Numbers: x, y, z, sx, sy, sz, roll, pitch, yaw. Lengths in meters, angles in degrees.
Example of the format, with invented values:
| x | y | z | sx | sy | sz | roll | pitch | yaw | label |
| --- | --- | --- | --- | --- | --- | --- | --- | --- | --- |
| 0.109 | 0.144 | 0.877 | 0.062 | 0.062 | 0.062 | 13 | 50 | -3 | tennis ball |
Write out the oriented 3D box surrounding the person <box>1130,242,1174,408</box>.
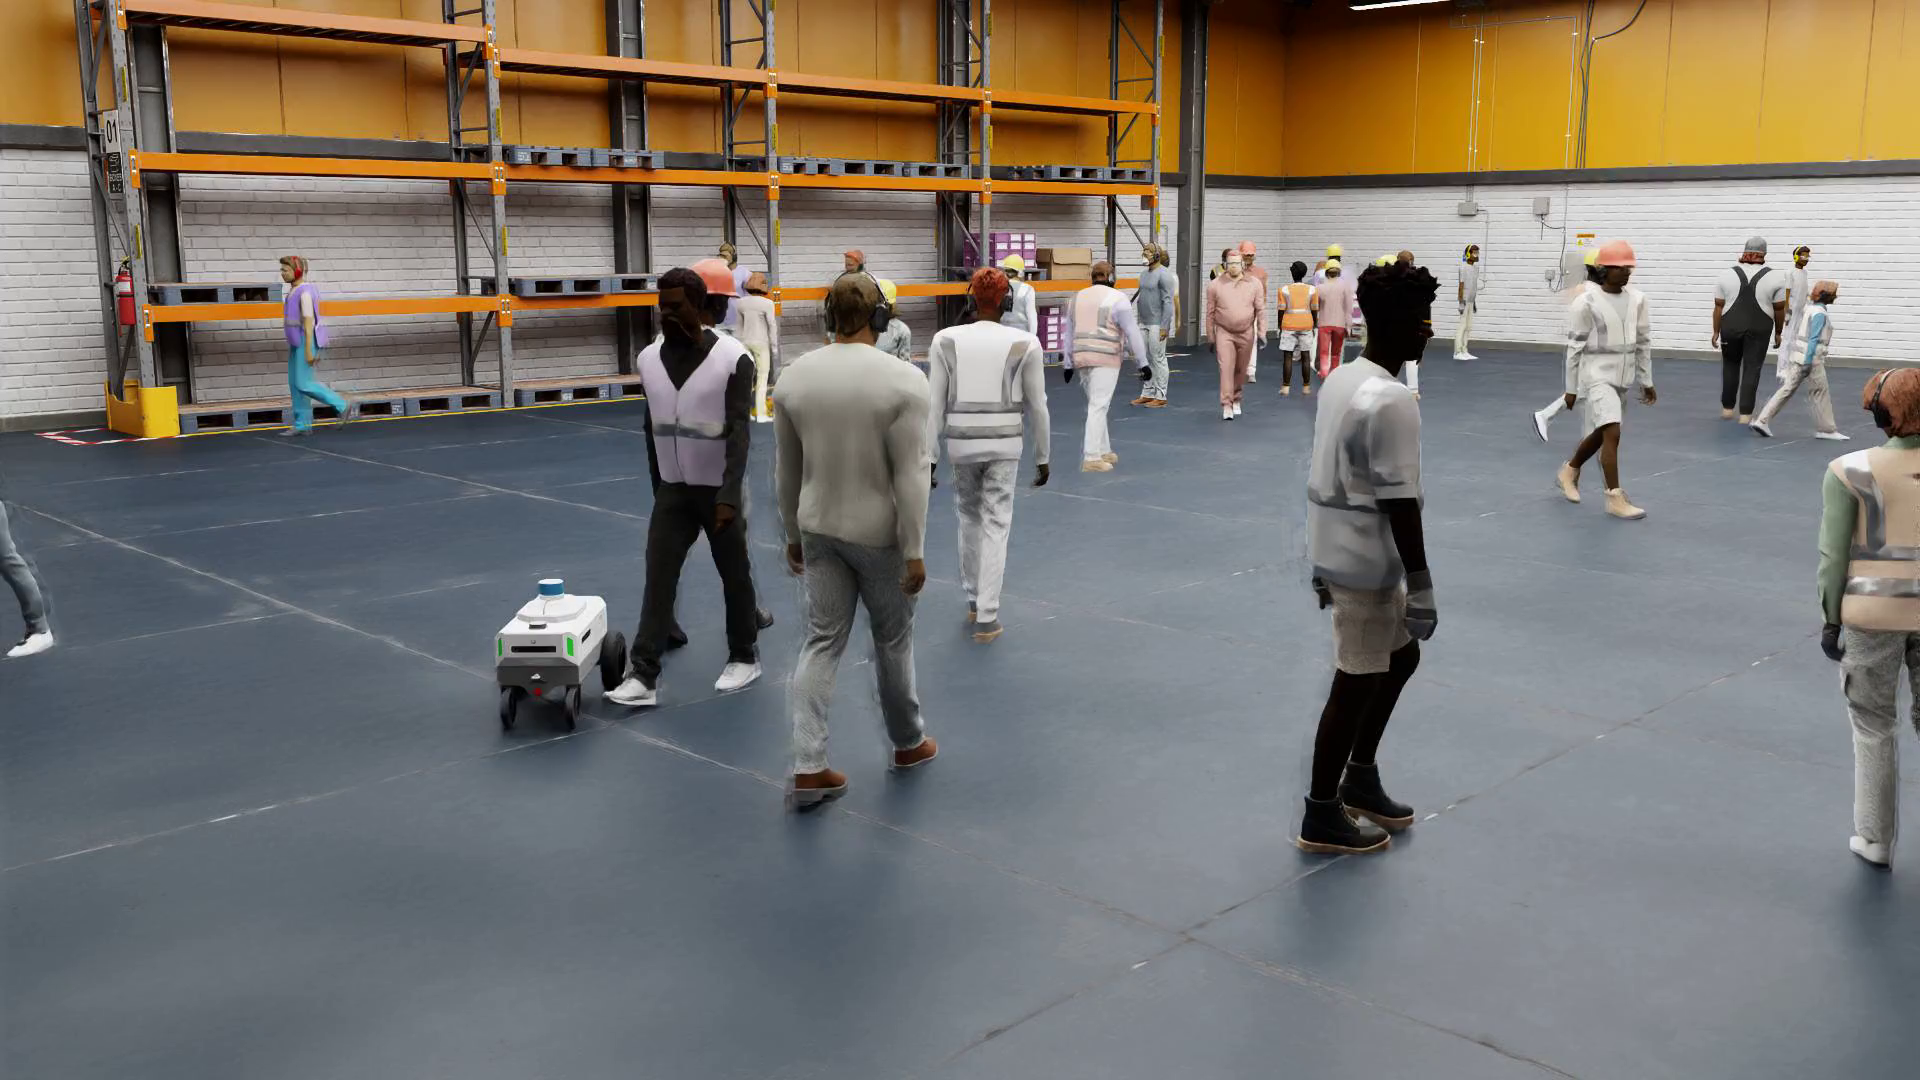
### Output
| x | y | z | sx | sy | sz | roll | pitch | yaw | label |
| --- | --- | --- | --- | --- | --- | --- | --- | --- | --- |
| 2.267 | -2.523 | 19.577 | 0.360 | 1.938 | 0.635 | -5 | 11 | -25 | person |

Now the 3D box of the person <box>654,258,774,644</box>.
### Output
| x | y | z | sx | sy | sz | roll | pitch | yaw | label |
| --- | --- | --- | --- | --- | --- | --- | --- | --- | --- |
| -1.265 | -0.429 | 8.229 | 0.556 | 1.911 | 0.816 | 5 | 12 | 27 | person |

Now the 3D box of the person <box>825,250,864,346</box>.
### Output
| x | y | z | sx | sy | sz | roll | pitch | yaw | label |
| --- | --- | --- | --- | --- | --- | --- | --- | --- | --- |
| -1.186 | -2.253 | 18.319 | 0.610 | 1.848 | 0.872 | 7 | 12 | 33 | person |

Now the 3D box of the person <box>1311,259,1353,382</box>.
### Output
| x | y | z | sx | sy | sz | roll | pitch | yaw | label |
| --- | --- | --- | --- | --- | --- | --- | --- | --- | --- |
| 4.733 | -2.709 | 21.184 | 0.523 | 1.734 | 0.783 | 1 | 10 | 6 | person |

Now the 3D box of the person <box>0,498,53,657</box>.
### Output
| x | y | z | sx | sy | sz | roll | pitch | yaw | label |
| --- | --- | --- | --- | --- | --- | --- | --- | --- | --- |
| -4.695 | -0.171 | 7.743 | 0.505 | 1.575 | 0.893 | 4 | 11 | 23 | person |

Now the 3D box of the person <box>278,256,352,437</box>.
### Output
| x | y | z | sx | sy | sz | roll | pitch | yaw | label |
| --- | --- | --- | --- | --- | --- | --- | --- | --- | --- |
| -6.578 | -1.949 | 16.779 | 0.617 | 1.826 | 0.564 | -7 | 13 | -34 | person |

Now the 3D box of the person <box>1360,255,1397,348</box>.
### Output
| x | y | z | sx | sy | sz | roll | pitch | yaw | label |
| --- | --- | --- | --- | --- | --- | --- | --- | --- | --- |
| 4.344 | -2.022 | 17.166 | 0.403 | 1.822 | 0.589 | 6 | 12 | 30 | person |

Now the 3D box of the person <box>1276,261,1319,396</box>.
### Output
| x | y | z | sx | sy | sz | roll | pitch | yaw | label |
| --- | --- | --- | --- | --- | --- | --- | --- | --- | --- |
| 4.256 | -2.667 | 21.020 | 0.535 | 1.700 | 0.318 | 0 | 10 | -1 | person |

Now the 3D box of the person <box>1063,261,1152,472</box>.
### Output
| x | y | z | sx | sy | sz | roll | pitch | yaw | label |
| --- | --- | --- | --- | --- | --- | --- | --- | --- | --- |
| 1.283 | -1.503 | 14.415 | 0.781 | 1.789 | 0.770 | -9 | 14 | -41 | person |

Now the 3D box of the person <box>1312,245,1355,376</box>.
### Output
| x | y | z | sx | sy | sz | roll | pitch | yaw | label |
| --- | --- | --- | --- | --- | --- | --- | --- | --- | --- |
| 5.258 | -3.221 | 23.538 | 0.612 | 1.873 | 1.000 | 0 | 10 | -2 | person |

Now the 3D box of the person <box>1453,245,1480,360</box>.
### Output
| x | y | z | sx | sy | sz | roll | pitch | yaw | label |
| --- | --- | --- | --- | --- | --- | --- | --- | --- | --- |
| 8.280 | -3.867 | 27.110 | 0.310 | 1.864 | 0.533 | 9 | 14 | 41 | person |

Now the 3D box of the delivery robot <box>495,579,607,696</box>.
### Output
| x | y | z | sx | sy | sz | roll | pitch | yaw | label |
| --- | --- | --- | --- | --- | --- | --- | --- | --- | --- |
| -1.737 | 0.410 | 7.105 | 0.477 | 0.478 | 0.707 | 0 | 10 | -1 | delivery robot |

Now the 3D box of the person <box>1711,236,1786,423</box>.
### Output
| x | y | z | sx | sy | sz | roll | pitch | yaw | label |
| --- | --- | --- | --- | --- | --- | --- | --- | --- | --- |
| 8.618 | -2.313 | 18.156 | 0.702 | 2.000 | 0.896 | 6 | 12 | 31 | person |

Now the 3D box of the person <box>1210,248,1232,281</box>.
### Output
| x | y | z | sx | sy | sz | roll | pitch | yaw | label |
| --- | --- | --- | --- | --- | --- | --- | --- | --- | --- |
| 4.518 | -4.020 | 28.093 | 0.614 | 1.817 | 0.841 | -1 | 10 | -5 | person |

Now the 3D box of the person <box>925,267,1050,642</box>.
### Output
| x | y | z | sx | sy | sz | roll | pitch | yaw | label |
| --- | --- | --- | --- | --- | --- | --- | --- | --- | --- |
| 0.163 | -0.454 | 8.513 | 0.618 | 1.852 | 0.825 | 2 | 11 | 12 | person |

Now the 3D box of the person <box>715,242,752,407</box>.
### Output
| x | y | z | sx | sy | sz | roll | pitch | yaw | label |
| --- | --- | --- | --- | --- | --- | --- | --- | --- | --- |
| -2.673 | -2.508 | 19.501 | 0.635 | 1.936 | 0.354 | 6 | 12 | 28 | person |

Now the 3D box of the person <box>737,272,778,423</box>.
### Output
| x | y | z | sx | sy | sz | roll | pitch | yaw | label |
| --- | --- | --- | --- | --- | --- | --- | --- | --- | --- |
| -2.202 | -2.085 | 18.057 | 0.502 | 1.622 | 0.300 | 6 | 12 | 29 | person |

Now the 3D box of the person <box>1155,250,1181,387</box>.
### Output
| x | y | z | sx | sy | sz | roll | pitch | yaw | label |
| --- | --- | --- | --- | --- | --- | --- | --- | --- | --- |
| 2.724 | -2.977 | 22.369 | 0.532 | 1.819 | 0.709 | 5 | 11 | 25 | person |

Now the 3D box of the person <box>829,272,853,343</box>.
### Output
| x | y | z | sx | sy | sz | roll | pitch | yaw | label |
| --- | --- | --- | --- | --- | --- | --- | --- | --- | --- |
| -0.979 | -1.555 | 14.957 | 0.318 | 1.698 | 0.535 | -7 | 13 | -35 | person |

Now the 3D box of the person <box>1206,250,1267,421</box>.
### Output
| x | y | z | sx | sy | sz | roll | pitch | yaw | label |
| --- | --- | --- | --- | --- | --- | --- | --- | --- | --- |
| 3.065 | -2.288 | 18.528 | 0.647 | 1.865 | 0.980 | 0 | 10 | 1 | person |

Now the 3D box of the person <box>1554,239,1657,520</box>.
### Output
| x | y | z | sx | sy | sz | roll | pitch | yaw | label |
| --- | --- | --- | --- | --- | --- | --- | --- | --- | --- |
| 4.712 | -1.195 | 12.194 | 0.612 | 2.009 | 1.036 | -4 | 11 | -20 | person |

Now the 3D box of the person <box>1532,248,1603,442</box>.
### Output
| x | y | z | sx | sy | sz | roll | pitch | yaw | label |
| --- | --- | --- | --- | --- | --- | --- | --- | --- | --- |
| 6.016 | -1.870 | 16.127 | 0.766 | 1.904 | 0.596 | 1 | 10 | 8 | person |

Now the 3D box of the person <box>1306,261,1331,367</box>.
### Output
| x | y | z | sx | sy | sz | roll | pitch | yaw | label |
| --- | --- | --- | --- | --- | --- | --- | --- | --- | --- |
| 5.553 | -3.472 | 25.587 | 0.499 | 1.634 | 0.285 | 5 | 11 | 24 | person |

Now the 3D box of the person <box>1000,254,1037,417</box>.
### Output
| x | y | z | sx | sy | sz | roll | pitch | yaw | label |
| --- | --- | --- | --- | --- | --- | --- | --- | --- | --- |
| 0.569 | -2.225 | 18.275 | 0.613 | 1.818 | 0.512 | 6 | 12 | 31 | person |

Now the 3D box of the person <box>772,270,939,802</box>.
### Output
| x | y | z | sx | sy | sz | roll | pitch | yaw | label |
| --- | --- | --- | --- | --- | --- | --- | --- | --- | --- |
| -0.382 | -0.006 | 6.030 | 0.650 | 1.918 | 0.879 | 5 | 11 | 24 | person |

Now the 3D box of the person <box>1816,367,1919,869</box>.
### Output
| x | y | z | sx | sy | sz | roll | pitch | yaw | label |
| --- | --- | --- | --- | --- | --- | --- | --- | --- | --- |
| 2.968 | 0.276 | 5.200 | 0.525 | 1.617 | 0.500 | 2 | 11 | 11 | person |

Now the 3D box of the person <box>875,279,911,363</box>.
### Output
| x | y | z | sx | sy | sz | roll | pitch | yaw | label |
| --- | --- | --- | --- | --- | --- | --- | --- | --- | --- |
| -0.618 | -1.137 | 12.670 | 0.529 | 1.699 | 0.711 | 2 | 11 | 10 | person |

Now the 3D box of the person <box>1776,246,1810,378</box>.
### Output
| x | y | z | sx | sy | sz | roll | pitch | yaw | label |
| --- | --- | --- | --- | --- | --- | --- | --- | --- | --- |
| 11.904 | -3.239 | 23.683 | 0.531 | 1.867 | 0.316 | -8 | 13 | -37 | person |

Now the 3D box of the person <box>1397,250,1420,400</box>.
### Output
| x | y | z | sx | sy | sz | roll | pitch | yaw | label |
| --- | --- | --- | --- | --- | --- | --- | --- | --- | --- |
| 5.446 | -2.630 | 20.451 | 0.620 | 1.838 | 0.430 | 4 | 11 | 22 | person |

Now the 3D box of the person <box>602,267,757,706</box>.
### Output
| x | y | z | sx | sy | sz | roll | pitch | yaw | label |
| --- | --- | --- | --- | --- | --- | --- | --- | --- | --- |
| -1.166 | -0.213 | 7.138 | 0.592 | 1.876 | 0.960 | 4 | 11 | 22 | person |

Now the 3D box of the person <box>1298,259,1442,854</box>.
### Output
| x | y | z | sx | sy | sz | roll | pitch | yaw | label |
| --- | --- | --- | --- | --- | --- | --- | --- | --- | --- |
| 1.377 | 0.073 | 5.404 | 0.595 | 1.942 | 0.636 | -1 | 10 | -3 | person |

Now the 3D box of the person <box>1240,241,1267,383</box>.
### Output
| x | y | z | sx | sy | sz | roll | pitch | yaw | label |
| --- | --- | --- | --- | --- | --- | --- | --- | --- | --- |
| 3.944 | -3.178 | 23.143 | 0.641 | 1.954 | 1.014 | 0 | 10 | 0 | person |

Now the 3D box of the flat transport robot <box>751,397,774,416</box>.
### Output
| x | y | z | sx | sy | sz | roll | pitch | yaw | label |
| --- | --- | --- | --- | --- | --- | --- | --- | --- | --- |
| -1.640 | -1.547 | 18.809 | 0.652 | 0.197 | 1.431 | 7 | 13 | 35 | flat transport robot |

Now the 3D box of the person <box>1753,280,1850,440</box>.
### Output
| x | y | z | sx | sy | sz | roll | pitch | yaw | label |
| --- | --- | --- | --- | --- | --- | --- | --- | --- | --- |
| 8.377 | -1.784 | 16.493 | 0.878 | 1.590 | 0.565 | 3 | 11 | 15 | person |
